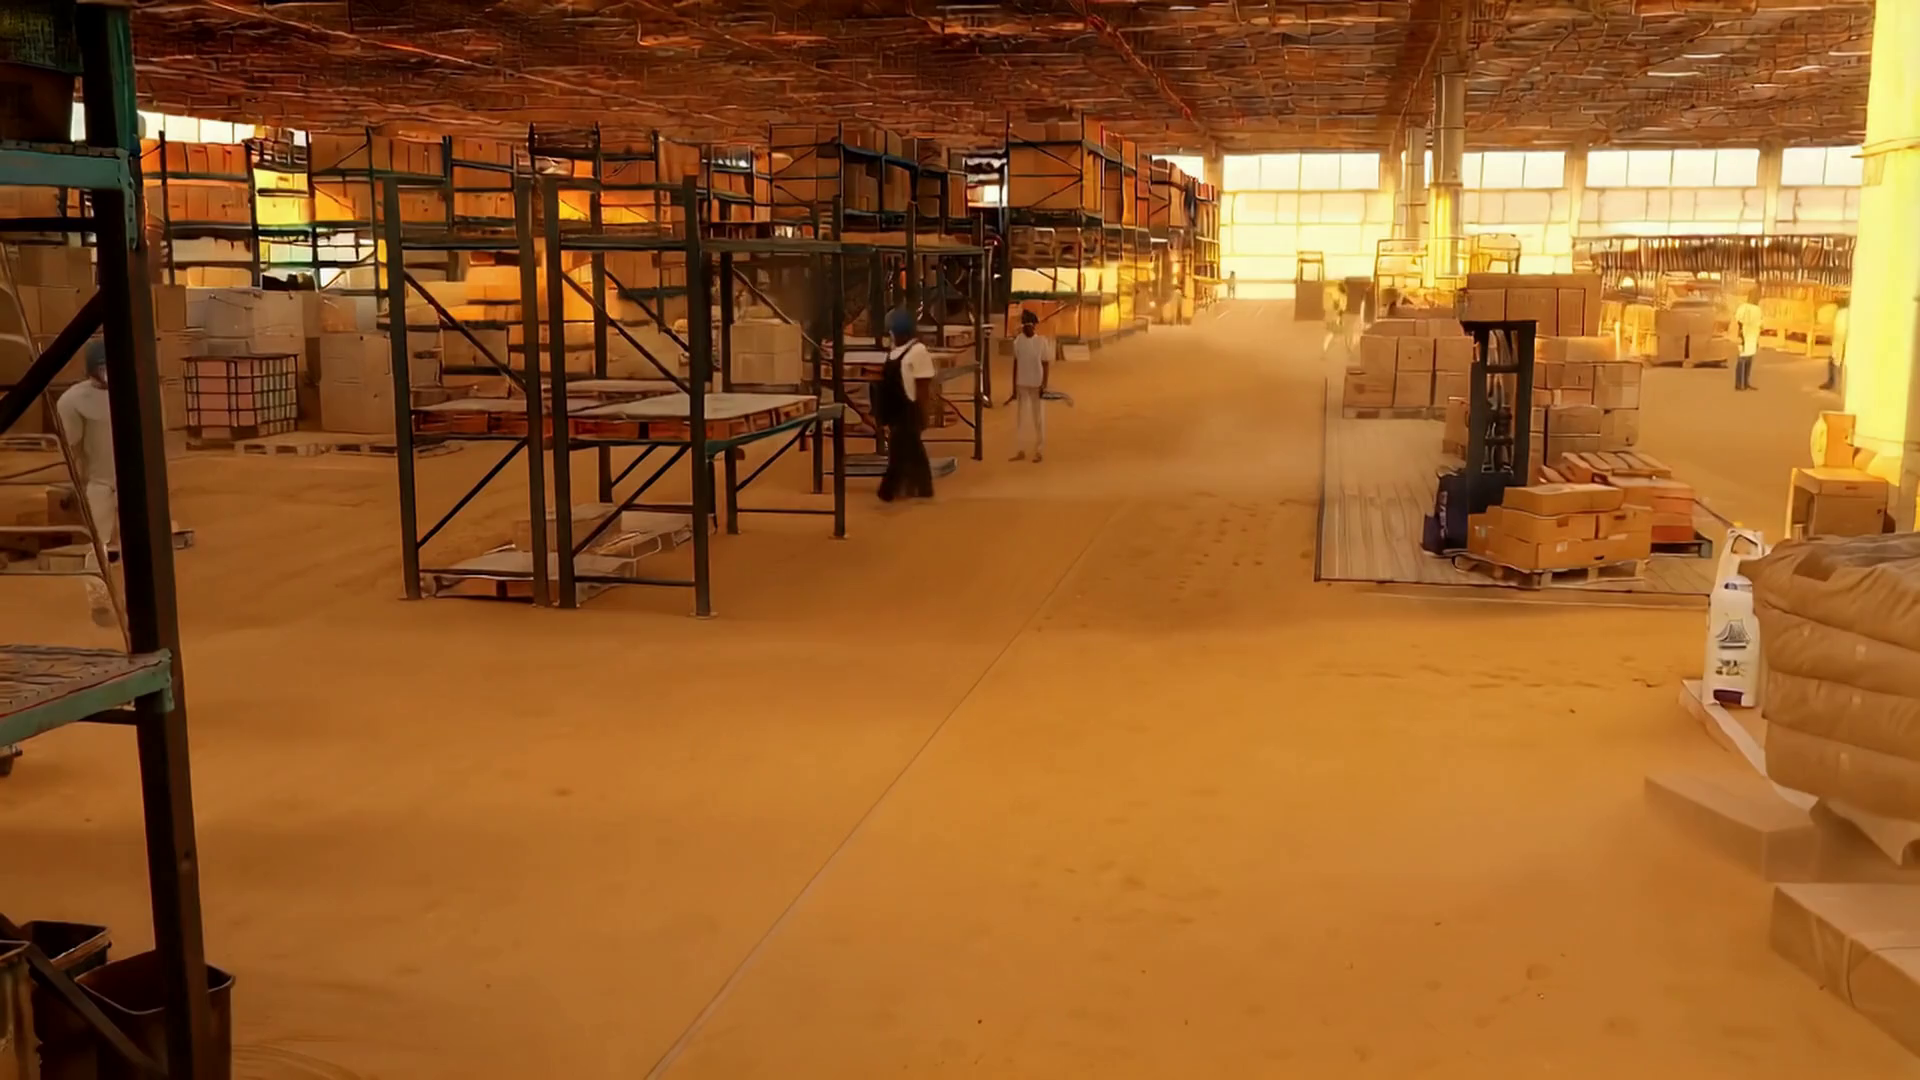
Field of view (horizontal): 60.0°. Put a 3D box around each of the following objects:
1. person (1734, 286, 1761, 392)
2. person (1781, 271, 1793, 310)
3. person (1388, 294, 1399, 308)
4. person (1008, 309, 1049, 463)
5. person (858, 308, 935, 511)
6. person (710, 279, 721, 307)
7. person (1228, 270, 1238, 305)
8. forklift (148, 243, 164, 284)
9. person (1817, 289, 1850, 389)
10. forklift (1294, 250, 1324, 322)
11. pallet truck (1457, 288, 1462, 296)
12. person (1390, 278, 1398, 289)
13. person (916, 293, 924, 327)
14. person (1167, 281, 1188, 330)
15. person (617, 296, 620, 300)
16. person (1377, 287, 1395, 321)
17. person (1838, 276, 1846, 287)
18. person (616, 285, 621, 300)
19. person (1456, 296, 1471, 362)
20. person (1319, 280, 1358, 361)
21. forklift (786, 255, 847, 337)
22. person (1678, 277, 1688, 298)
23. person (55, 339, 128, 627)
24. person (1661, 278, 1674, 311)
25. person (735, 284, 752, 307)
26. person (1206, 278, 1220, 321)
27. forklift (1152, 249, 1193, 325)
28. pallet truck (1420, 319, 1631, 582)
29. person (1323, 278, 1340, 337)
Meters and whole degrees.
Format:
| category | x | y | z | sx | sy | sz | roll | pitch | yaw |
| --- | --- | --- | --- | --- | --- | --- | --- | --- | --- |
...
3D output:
| category | x | y | z | sx | sy | sz | roll | pitch | yaw |
| --- | --- | --- | --- | --- | --- | --- | --- | --- | --- |
| person | 14.792 | -3.762 | 31.184 | 0.602 | 1.967 | 0.368 | -7 | 12 | -34 |
| person | 39.370 | -11.828 | 78.871 | 0.640 | 1.992 | 1.004 | 1 | 10 | 6 |
| person | 10.242 | -5.051 | 39.695 | 0.533 | 1.662 | 0.850 | -3 | 10 | -19 |
| person | 0.833 | -1.882 | 20.323 | 0.531 | 1.875 | 0.316 | 6 | 11 | 32 |
| person | -0.657 | -1.313 | 16.462 | 0.978 | 2.000 | 0.694 | -4 | 10 | -23 |
| person | -7.194 | -6.780 | 49.293 | 0.625 | 1.904 | 0.994 | -1 | 10 | -5 |
| person | 14.937 | -13.816 | 91.013 | 0.597 | 1.888 | 0.981 | 0 | 10 | -1 |
| forklift | -18.115 | -5.218 | 37.106 | 1.873 | 2.768 | 1.129 | 2 | 10 | 12 |
| person | 16.828 | -3.817 | 31.679 | 0.715 | 1.922 | 0.548 | 4 | 10 | 21 |
| forklift | 13.778 | -10.002 | 65.433 | 1.129 | 2.768 | 1.873 | 2 | 10 | 12 |
| pallet truck | 20.506 | -9.785 | 68.819 | 0.653 | 1.274 | 1.630 | 2 | 10 | 12 |
| person | 21.825 | -12.402 | 83.371 | 0.527 | 1.626 | 0.328 | 1 | 10 | 8 |
| person | -0.865 | -5.568 | 42.917 | 0.751 | 1.602 | 0.524 | 1 | 10 | 9 |
| person | 7.618 | -8.213 | 58.250 | 0.509 | 1.726 | 0.877 | -7 | 12 | -36 |
| person | -8.440 | -5.240 | 40.931 | 0.527 | 1.630 | 0.314 | 0 | 10 | -1 |
| person | 9.301 | -4.617 | 36.545 | 0.993 | 1.863 | 0.609 | -3 | 10 | -16 |
| person | 37.206 | -10.249 | 70.217 | 0.327 | 1.760 | 0.523 | 0 | 10 | 1 |
| person | -8.102 | -5.112 | 39.267 | 1.037 | 1.933 | 0.645 | -4 | 10 | -22 |
| person | 12.000 | -5.071 | 40.028 | 0.832 | 1.598 | 0.511 | 9 | 13 | 43 |
| person | 9.248 | -5.325 | 40.429 | 1.073 | 1.966 | 0.707 | 8 | 12 | 39 |
| forklift | -2.956 | -4.491 | 32.802 | 1.129 | 2.768 | 1.873 | 2 | 10 | 12 |
| person | 31.181 | -10.515 | 71.737 | 0.974 | 1.780 | 0.611 | 2 | 10 | 14 |
| person | -5.776 | -0.392 | 11.322 | 0.362 | 1.938 | 0.634 | 7 | 12 | 36 |
| person | 24.679 | -8.223 | 58.046 | 0.403 | 1.820 | 0.603 | 7 | 12 | 36 |
| person | -4.999 | -5.080 | 39.132 | 0.655 | 1.913 | 0.649 | 2 | 10 | 11 |
| person | 10.152 | -9.642 | 66.681 | 0.547 | 1.731 | 0.804 | 1 | 10 | 5 |
| forklift | 7.646 | -9.320 | 61.395 | 1.873 | 2.768 | 1.129 | 2 | 10 | 11 |
| pallet truck | 4.543 | -0.757 | 13.299 | 0.823 | 1.965 | 1.885 | -4 | 10 | -22 |
| person | 11.833 | -7.342 | 52.659 | 0.649 | 1.873 | 0.897 | 2 | 10 | 14 |
